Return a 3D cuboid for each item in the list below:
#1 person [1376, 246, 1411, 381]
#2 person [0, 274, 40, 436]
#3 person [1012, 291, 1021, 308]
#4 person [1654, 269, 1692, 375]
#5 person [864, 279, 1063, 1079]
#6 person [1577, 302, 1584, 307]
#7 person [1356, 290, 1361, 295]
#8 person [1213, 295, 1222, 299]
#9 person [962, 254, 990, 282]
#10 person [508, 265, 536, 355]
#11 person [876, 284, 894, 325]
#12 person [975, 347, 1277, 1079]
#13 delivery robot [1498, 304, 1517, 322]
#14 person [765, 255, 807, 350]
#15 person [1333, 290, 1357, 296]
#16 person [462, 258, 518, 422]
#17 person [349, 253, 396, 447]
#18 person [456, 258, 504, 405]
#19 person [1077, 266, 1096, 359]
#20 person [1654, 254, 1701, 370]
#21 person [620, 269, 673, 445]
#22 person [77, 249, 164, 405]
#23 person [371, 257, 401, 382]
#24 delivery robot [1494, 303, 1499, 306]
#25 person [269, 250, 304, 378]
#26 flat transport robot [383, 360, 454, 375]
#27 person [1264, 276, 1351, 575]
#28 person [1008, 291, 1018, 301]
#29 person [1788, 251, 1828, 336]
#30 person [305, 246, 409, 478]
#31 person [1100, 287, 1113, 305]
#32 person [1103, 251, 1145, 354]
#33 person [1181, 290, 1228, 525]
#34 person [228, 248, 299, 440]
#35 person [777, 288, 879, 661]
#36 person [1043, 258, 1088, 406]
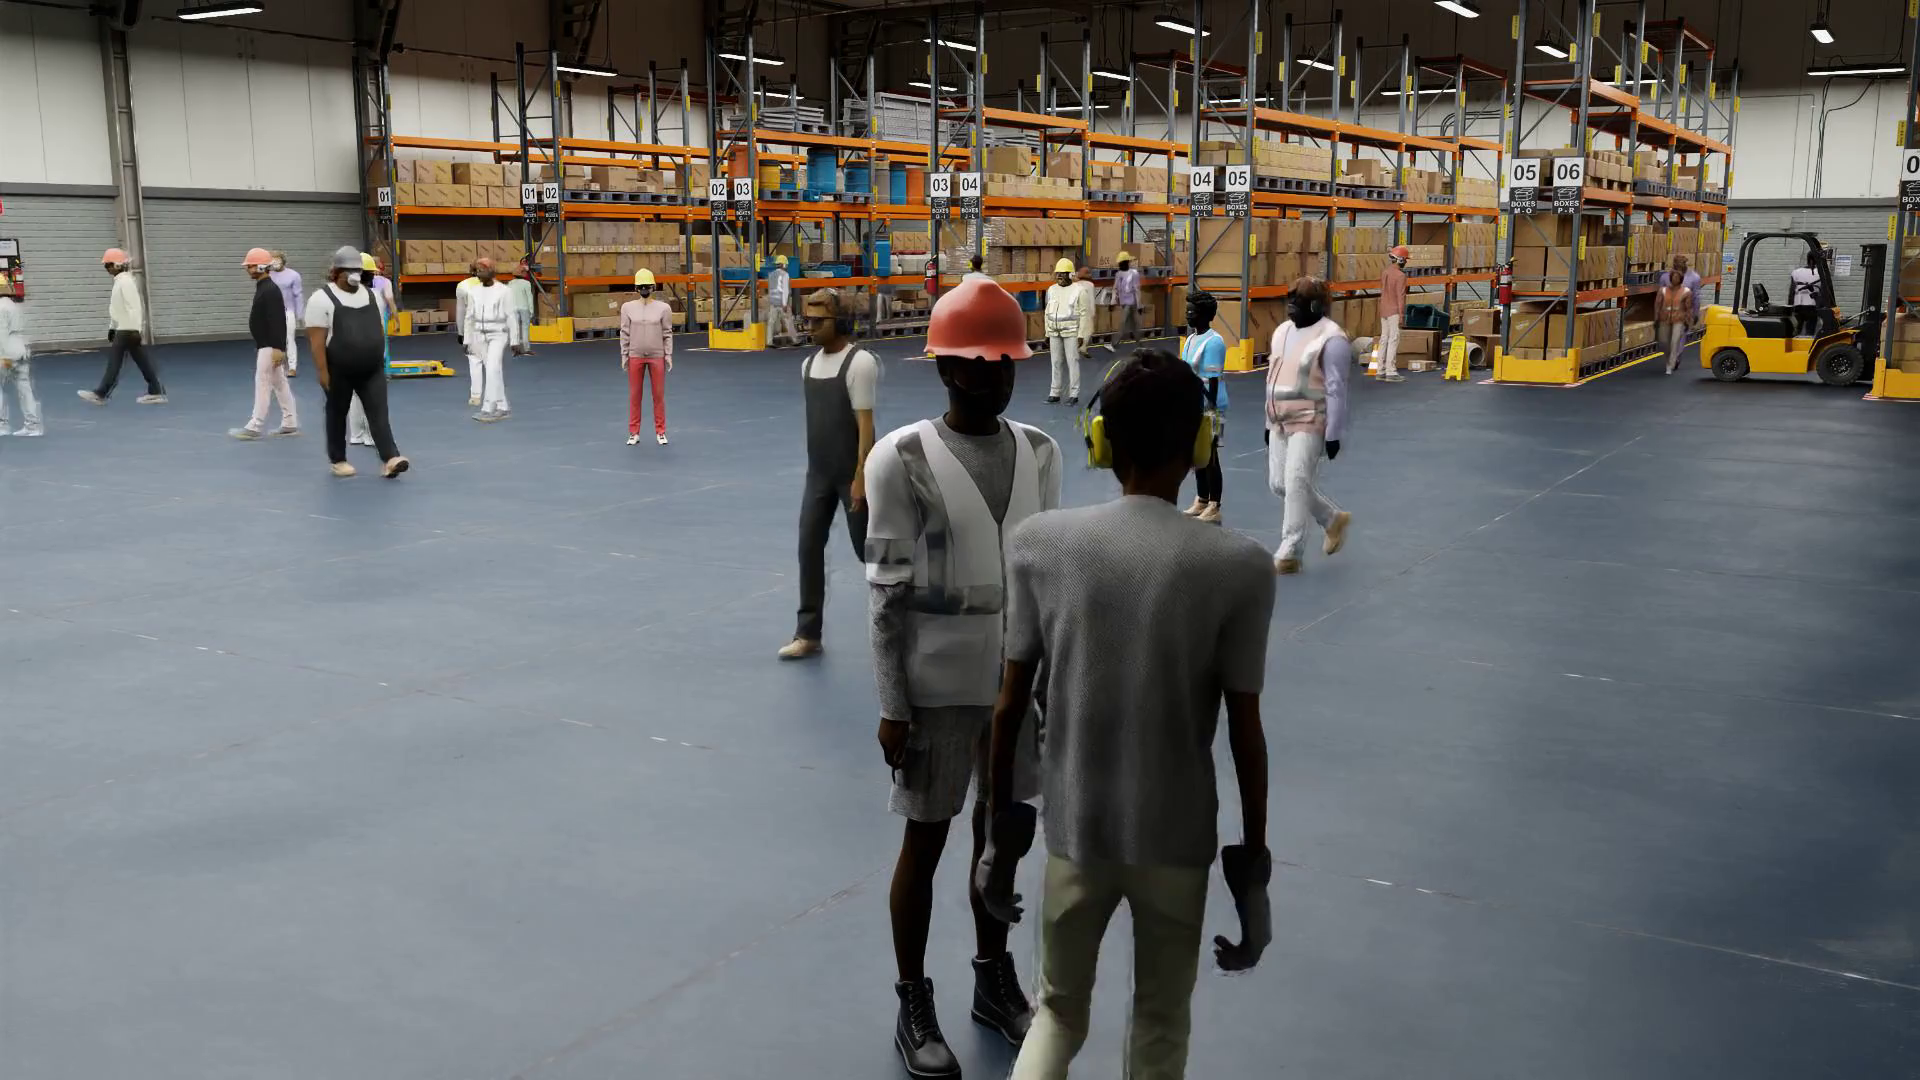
[{"bbox_3d":[6.390,-3.320,24.444,0.401,1.987,0.614,-3,11,-16],"label":"person"},{"bbox_3d":[-10.040,-1.935,17.416,0.667,1.713,0.503,-2,10,-9],"label":"person"},{"bbox_3d":[1.222,-5.633,38.131,0.543,1.727,0.876,5,11,27],"label":"person"},{"bbox_3d":[11.070,-3.385,25.809,0.523,1.621,0.614,8,13,37],"label":"person"},{"bbox_3d":[0.036,0.343,4.057,0.543,1.939,0.355,-6,12,-32],"label":"person"},{"bbox_3d":[15.148,-6.206,40.930,0.808,1.880,0.652,8,13,39],"label":"person"},{"bbox_3d":[10.294,-6.709,43.248,0.357,2.047,0.615,4,11,22],"label":"person"},{"bbox_3d":[5.319,-5.136,35.243,0.577,1.757,0.421,8,13,39],"label":"person"},{"bbox_3d":[0.243,-3.605,26.408,0.543,1.852,0.451,-5,11,-27],"label":"person"},{"bbox_3d":[-7.942,-4.160,30.130,0.509,1.632,0.268,4,11,21],"label":"person"},{"bbox_3d":[-1.810,-5.853,39.723,0.516,1.581,0.893,3,11,17],"label":"person"},{"bbox_3d":[0.273,0.581,3.002,0.562,1.837,0.637,4,11,22],"label":"person"},{"bbox_3d":[13.103,-5.488,40.324,0.707,0.478,0.477,-1,10,-7],"label":"delivery robot"},{"bbox_3d":[-3.346,-4.515,31.673,0.927,1.781,0.619,-10,14,-43],"label":"person"},{"bbox_3d":[8.721,-5.503,37.696,0.519,1.619,0.585,1,10,6],"label":"person"},{"bbox_3d":[-5.395,-2.256,18.861,0.594,1.845,0.892,4,11,22],"label":"person"},{"bbox_3d":[-5.948,-1.897,16.634,0.596,1.925,0.372,8,13,39],"label":"person"},{"bbox_3d":[-6.016,-2.620,20.922,0.632,1.842,0.429,-6,12,-30],"label":"person"},{"bbox_3d":[2.187,-3.979,29.182,0.334,1.644,0.512,-7,12,-34],"label":"person"},{"bbox_3d":[11.545,-3.674,26.818,0.646,1.849,1.038,7,12,35],"label":"person"},{"bbox_3d":[-3.151,-1.837,16.744,0.523,1.769,0.315,-2,10,-8],"label":"person"},{"bbox_3d":[-10.565,-2.657,20.829,1.014,1.939,0.658,-6,12,-30],"label":"person"},{"bbox_3d":[-8.404,-3.208,24.292,0.610,1.806,0.789,6,12,28],"label":"person"},{"bbox_3d":[13.181,-5.588,40.890,0.477,0.478,0.707,-2,10,-13],"label":"delivery robot"},{"bbox_3d":[-10.286,-3.410,25.156,0.642,1.938,0.517,-1,10,-7],"label":"person"},{"bbox_3d":[-8.459,-2.592,25.164,1.431,0.197,0.652,-6,12,-30],"label":"flat transport robot"},{"bbox_3d":[2.145,-0.705,10.239,0.696,1.826,0.637,-5,11,-24],"label":"person"},{"bbox_3d":[0.842,-4.819,32.997,0.628,1.932,0.364,0,10,3],"label":"person"},{"bbox_3d":[14.438,-3.972,28.319,0.591,1.906,0.460,8,13,36],"label":"person"},{"bbox_3d":[-5.182,-1.531,14.264,0.705,2.000,1.017,-10,14,-44],"label":"person"},{"bbox_3d":[3.713,-6.168,40.829,0.941,1.836,0.529,-8,13,-37],"label":"person"},{"bbox_3d":[3.029,-4.347,30.527,1.026,1.865,0.584,-5,11,-27],"label":"person"},{"bbox_3d":[1.748,-0.952,12.010,0.321,1.689,0.529,-3,10,-15],"label":"person"},{"bbox_3d":[-7.248,-2.021,17.247,0.612,1.990,0.647,-5,11,-27],"label":"person"},{"bbox_3d":[-0.551,-0.343,8.258,0.515,1.816,0.862,8,13,37],"label":"person"},{"bbox_3d":[1.304,-2.595,20.808,0.590,1.833,0.403,7,12,34],"label":"person"}]
